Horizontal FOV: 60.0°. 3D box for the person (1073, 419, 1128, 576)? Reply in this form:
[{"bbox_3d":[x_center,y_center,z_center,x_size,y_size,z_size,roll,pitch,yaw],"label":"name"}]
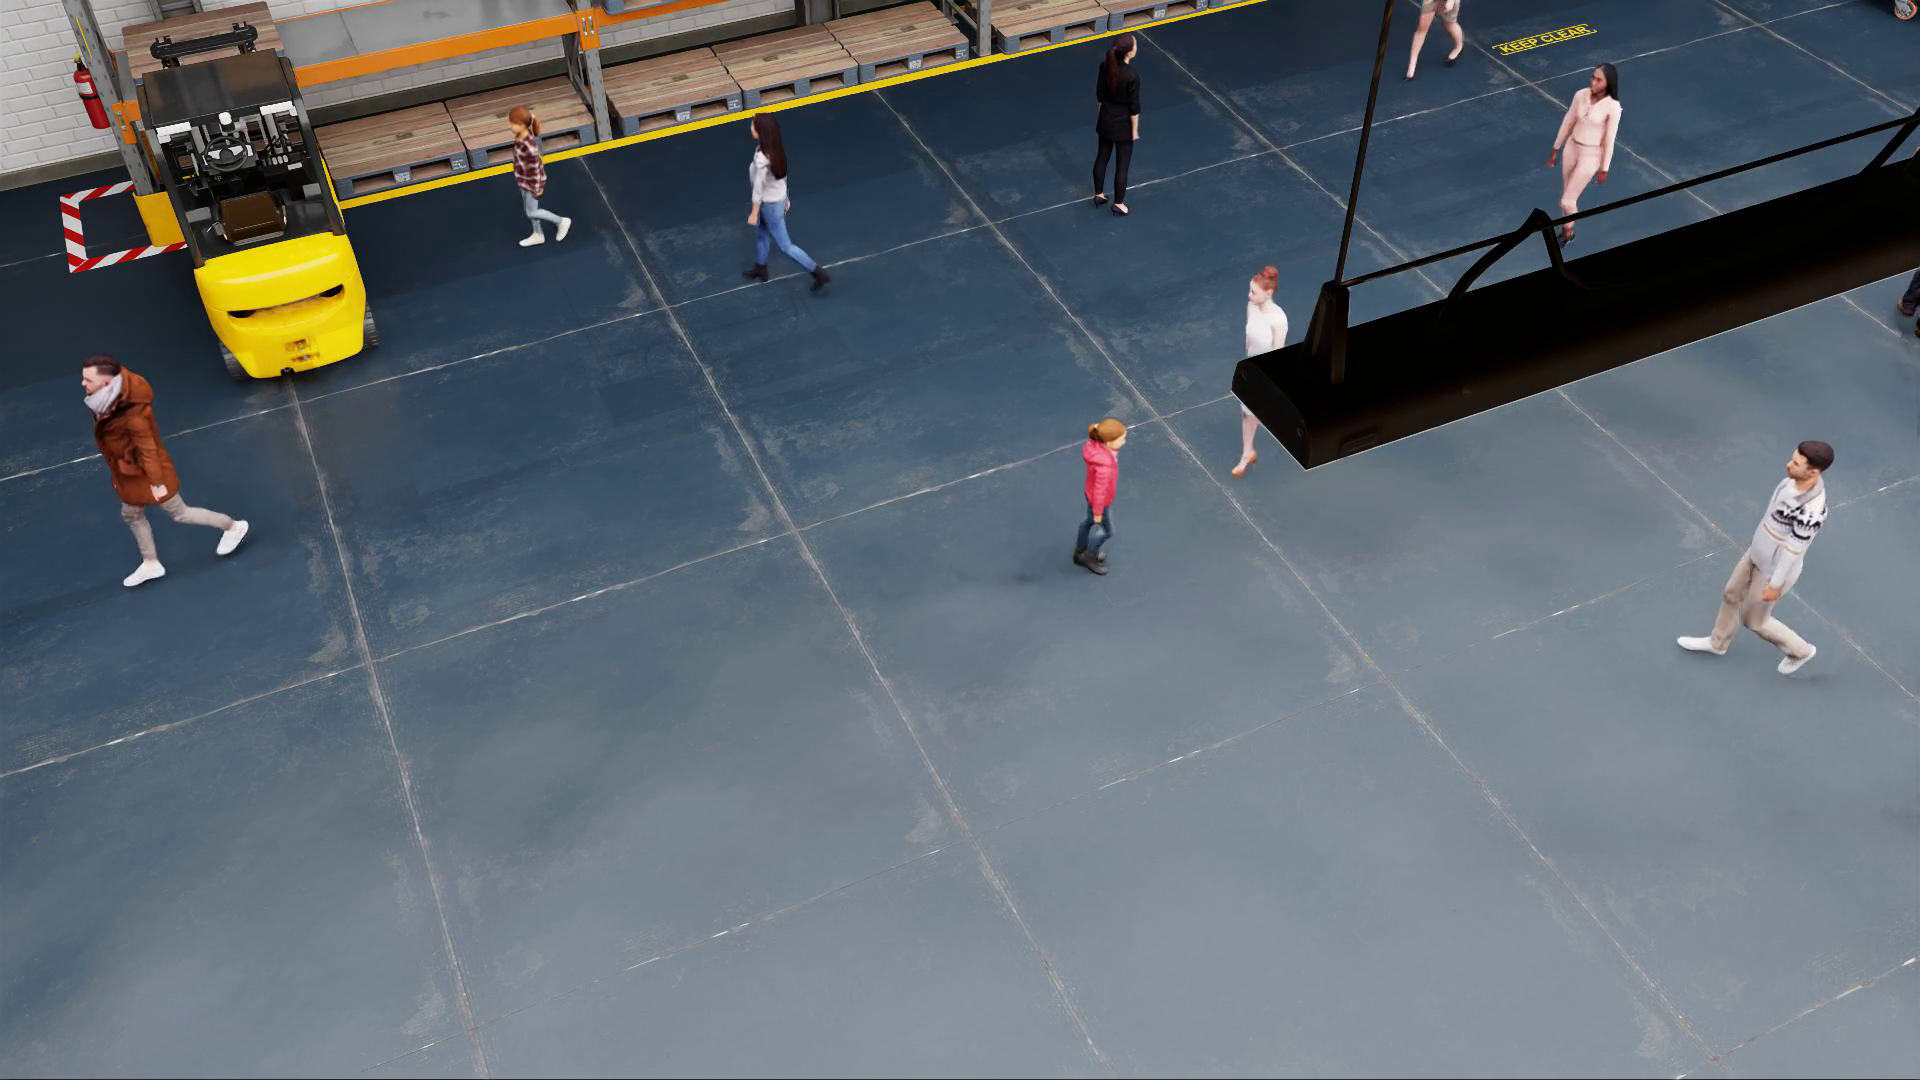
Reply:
[{"bbox_3d":[0.869,-0.292,11.192,0.634,1.306,0.616,-2,44,-2],"label":"person"}]

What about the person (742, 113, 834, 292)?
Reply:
[{"bbox_3d":[-1.442,-2.687,13.496,1.129,1.596,0.972,6,44,6],"label":"person"}]

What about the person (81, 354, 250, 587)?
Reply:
[{"bbox_3d":[-5.321,-0.490,11.039,1.211,1.804,0.938,-33,53,-30],"label":"person"}]

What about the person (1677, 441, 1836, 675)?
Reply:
[{"bbox_3d":[5.157,0.144,10.358,1.121,1.826,1.025,10,45,10],"label":"person"}]

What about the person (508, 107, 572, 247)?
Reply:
[{"bbox_3d":[-3.595,-3.086,14.132,0.682,1.297,0.539,-20,47,-20],"label":"person"}]

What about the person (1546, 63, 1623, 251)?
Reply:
[{"bbox_3d":[5.286,-3.215,13.970,0.650,1.707,0.675,-22,48,-22],"label":"person"}]

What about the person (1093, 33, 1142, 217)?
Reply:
[{"bbox_3d":[1.352,-3.591,14.399,0.643,1.660,0.662,-33,53,-30],"label":"person"}]

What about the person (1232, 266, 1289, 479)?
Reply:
[{"bbox_3d":[2.259,-1.192,11.804,0.990,1.765,0.648,-26,49,-25],"label":"person"}]

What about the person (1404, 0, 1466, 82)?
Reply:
[{"bbox_3d":[4.760,-5.319,16.178,1.075,1.708,0.704,-20,47,-20],"label":"person"}]
